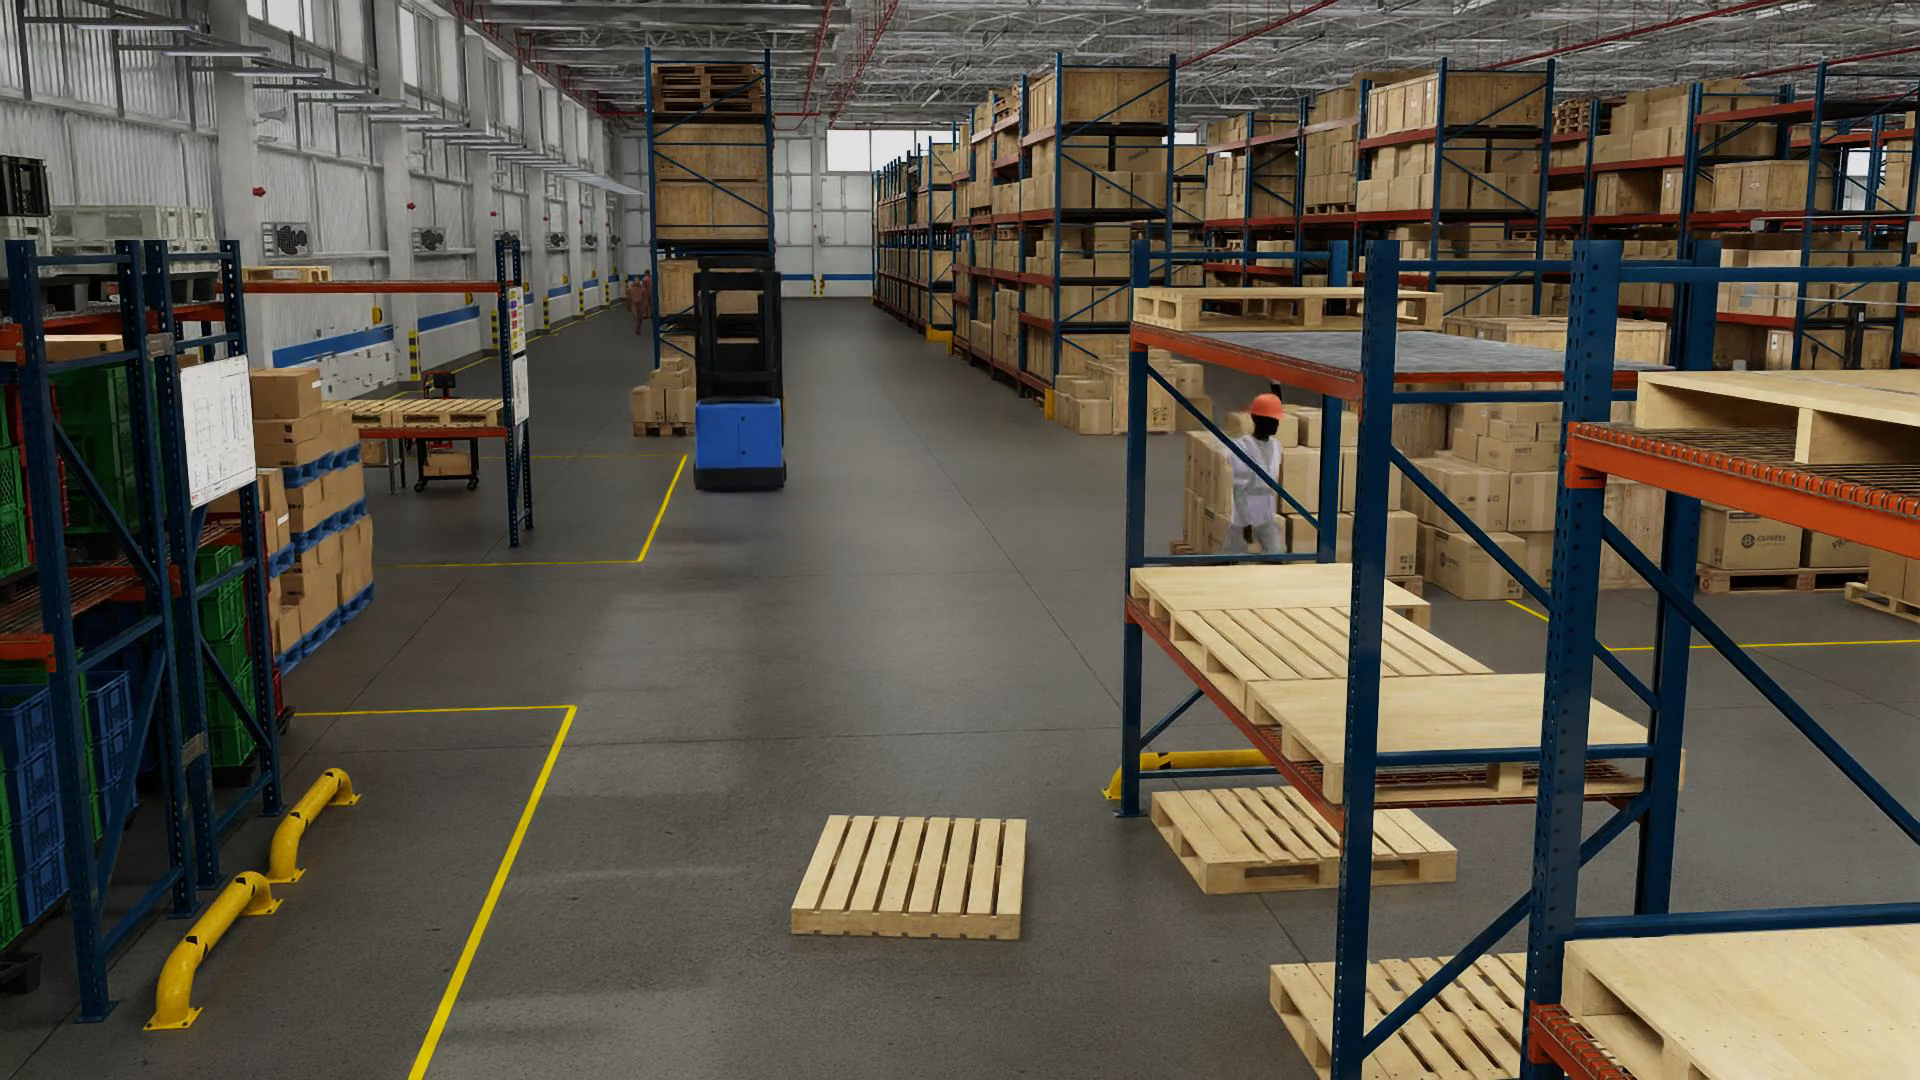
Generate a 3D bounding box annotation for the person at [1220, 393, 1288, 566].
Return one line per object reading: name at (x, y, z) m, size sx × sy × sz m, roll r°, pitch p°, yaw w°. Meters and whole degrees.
person at (2.251, -0.193, 12.788) m, size 0.559 × 1.891 × 1.006 m, roll -7°, pitch 12°, yaw -34°

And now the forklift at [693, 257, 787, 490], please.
forklift at (-2.743, -2.104, 20.594) m, size 1.129 × 2.768 × 1.873 m, roll -1°, pitch 10°, yaw -6°

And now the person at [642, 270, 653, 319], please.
person at (-12.088, -9.523, 64.449) m, size 0.402 × 1.895 × 0.653 m, roll 8°, pitch 13°, yaw 37°

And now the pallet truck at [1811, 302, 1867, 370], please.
pallet truck at (15.846, -3.142, 28.793) m, size 1.885 × 1.965 × 0.823 m, roll 2°, pitch 10°, yaw 12°

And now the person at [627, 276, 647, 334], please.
person at (-10.488, -7.641, 54.052) m, size 0.640 × 1.889 × 0.645 m, roll -4°, pitch 11°, yaw -22°

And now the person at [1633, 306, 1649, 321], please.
person at (12.544, -3.411, 30.756) m, size 0.429 × 1.836 × 0.633 m, roll 1°, pitch 10°, yaw 5°

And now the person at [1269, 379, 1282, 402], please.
person at (5.372, -2.924, 28.415) m, size 0.322 × 1.697 × 0.534 m, roll 0°, pitch 10°, yaw 2°
